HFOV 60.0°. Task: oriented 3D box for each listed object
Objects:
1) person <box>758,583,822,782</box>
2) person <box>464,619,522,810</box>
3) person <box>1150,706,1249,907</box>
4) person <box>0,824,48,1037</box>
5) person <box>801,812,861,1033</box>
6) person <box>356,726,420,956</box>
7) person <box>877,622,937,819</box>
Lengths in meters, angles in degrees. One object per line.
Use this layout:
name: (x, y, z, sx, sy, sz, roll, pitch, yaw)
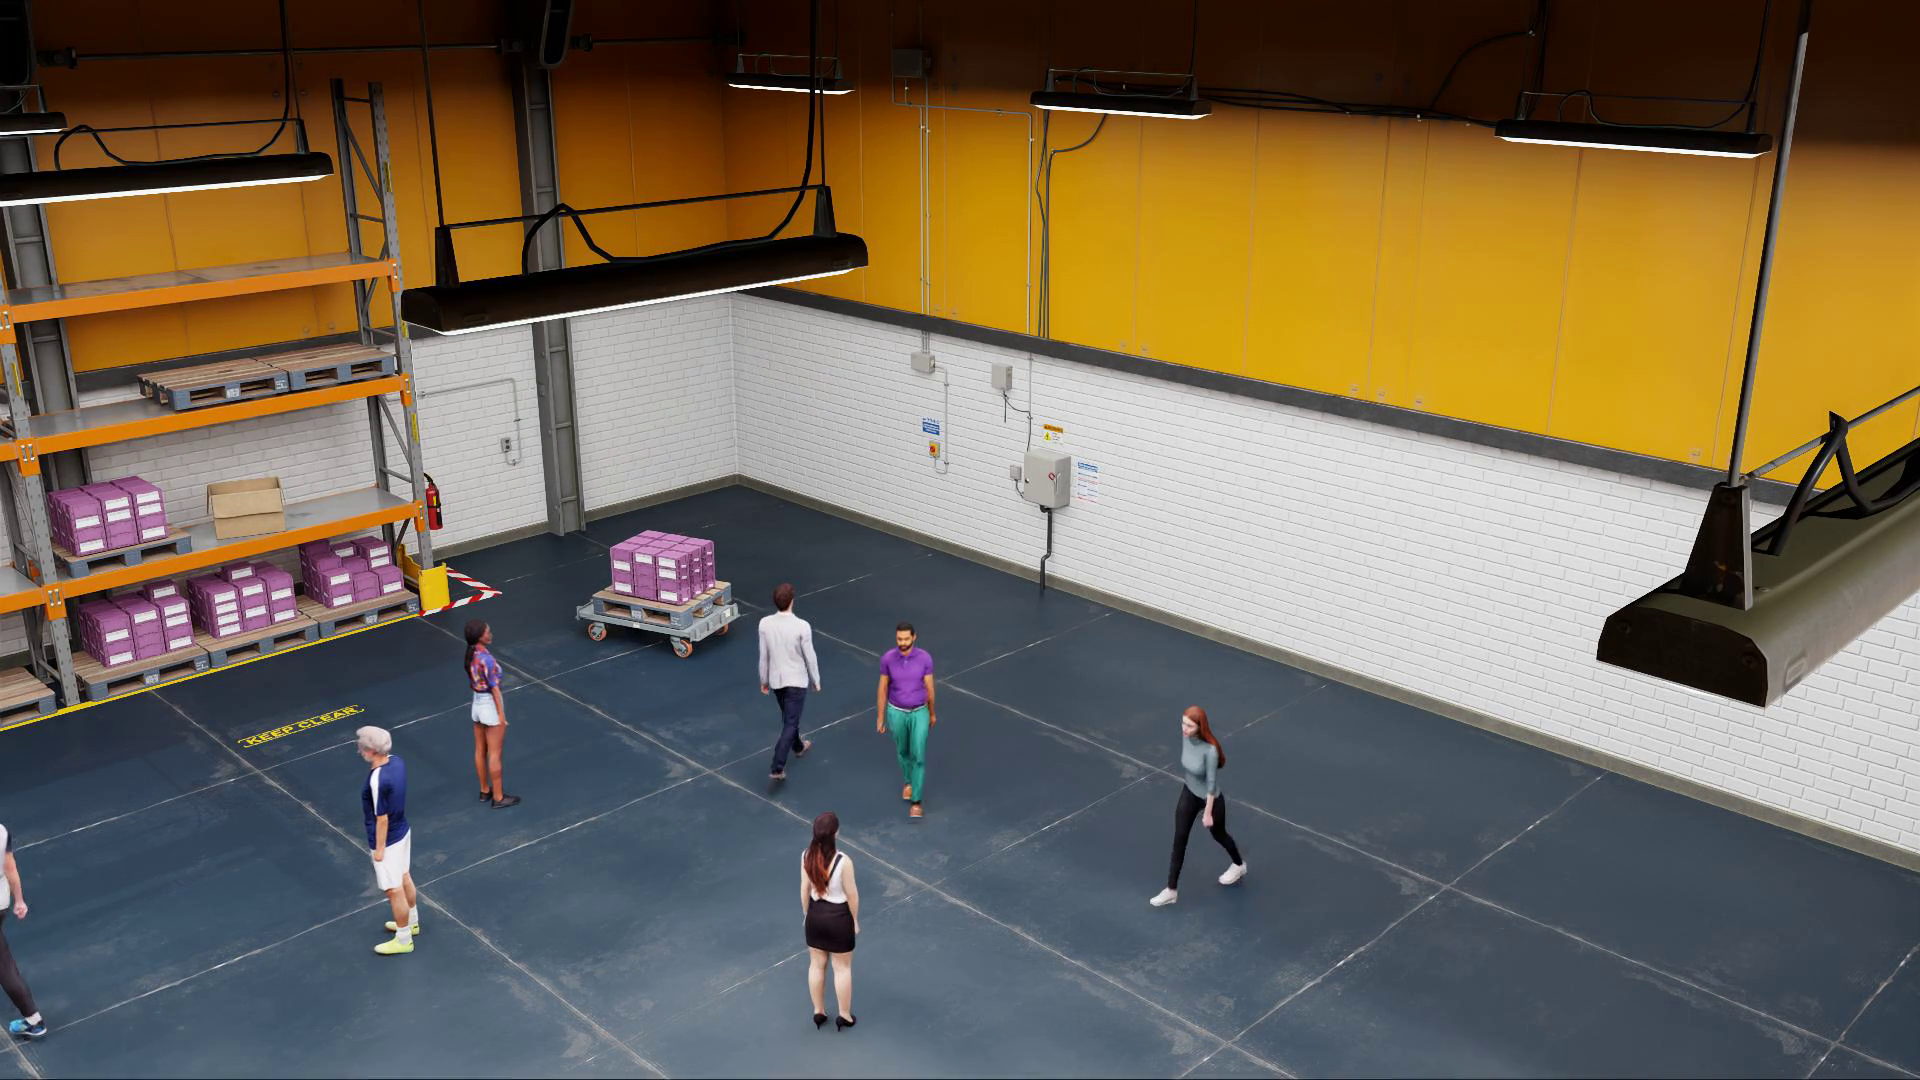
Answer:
person: (-1.605, 1.333, 15.228, 1.033, 1.815, 1.318, 7, 20, 19)
person: (-4.205, 1.529, 14.759, 0.577, 1.744, 0.496, 17, 25, 41)
person: (1.990, 2.084, 13.207, 1.250, 1.682, 0.790, -11, 22, -30)
person: (-6.640, 2.621, 11.467, 1.143, 1.775, 1.229, 5, 19, 14)
person: (-0.911, 2.653, 11.568, 0.642, 1.649, 0.659, 5, 19, 15)
person: (-4.299, 2.232, 12.529, 0.769, 1.833, 0.721, -1, 19, -3)
person: (-0.451, 1.513, 14.812, 1.002, 1.740, 1.099, 1, 19, 4)
